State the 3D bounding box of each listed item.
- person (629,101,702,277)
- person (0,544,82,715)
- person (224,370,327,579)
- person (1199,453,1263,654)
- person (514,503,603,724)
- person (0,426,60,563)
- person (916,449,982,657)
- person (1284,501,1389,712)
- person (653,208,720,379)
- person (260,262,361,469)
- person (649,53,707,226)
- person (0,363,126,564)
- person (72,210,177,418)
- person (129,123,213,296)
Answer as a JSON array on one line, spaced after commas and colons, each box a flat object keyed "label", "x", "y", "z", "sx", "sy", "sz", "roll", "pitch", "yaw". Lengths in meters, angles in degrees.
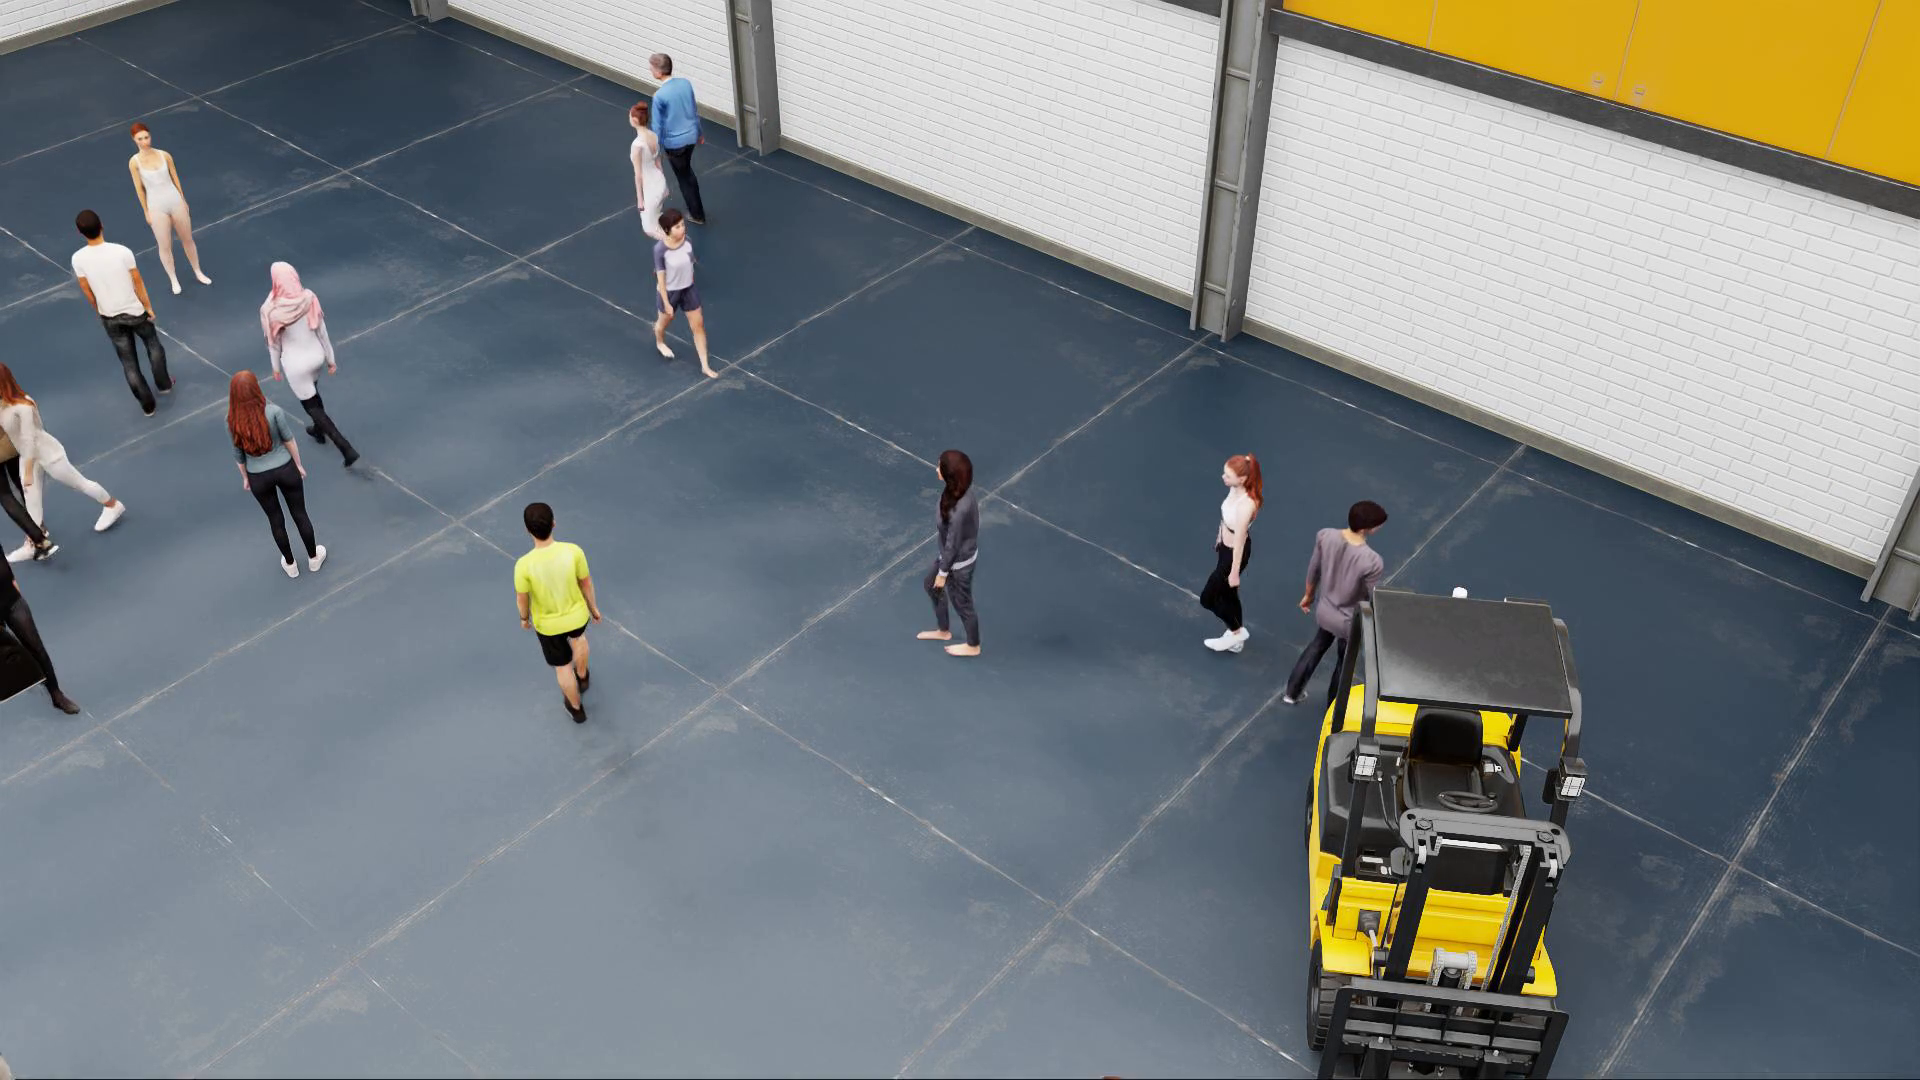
[{"label": "person", "x": -2.815, "y": -3.222, "z": 15.584, "sx": 0.916, "sy": 1.774, "sz": 0.760, "roll": 10, "pitch": 40, "yaw": 13}, {"label": "person", "x": -6.465, "y": 0.474, "z": 11.085, "sx": 1.093, "sy": 1.613, "sz": 0.699, "roll": 20, "pitch": 43, "yaw": 23}, {"label": "person", "x": -5.030, "y": -0.476, "z": 12.171, "sx": 0.673, "sy": 1.742, "sz": 0.684, "roll": -13, "pitch": 40, "yaw": -16}, {"label": "person", "x": 1.969, "y": 0.124, "z": 11.425, "sx": 0.782, "sy": 1.735, "sz": 0.741, "roll": 4, "pitch": 39, "yaw": 5}, {"label": "person", "x": -2.606, "y": 0.530, "z": 10.949, "sx": 0.811, "sy": 1.696, "sz": 0.890, "roll": -18, "pitch": 42, "yaw": -21}, {"label": "person", "x": -7.112, "y": -0.653, "z": 12.318, "sx": 0.995, "sy": 1.835, "sz": 0.700, "roll": 28, "pitch": 46, "yaw": 30}, {"label": "person", "x": 0.063, "y": 0.110, "z": 11.425, "sx": 0.867, "sy": 1.757, "sz": 0.809, "roll": -1, "pitch": 39, "yaw": -1}, {"label": "person", "x": 2.465, "y": 0.504, "z": 10.874, "sx": 0.837, "sy": 1.830, "sz": 0.752, "roll": -31, "pitch": 48, "yaw": -33}, {"label": "person", "x": -2.514, "y": -2.181, "z": 14.482, "sx": 0.657, "sy": 1.522, "sz": 1.049, "roll": -30, "pitch": 48, "yaw": -32}, {"label": "person", "x": -5.179, "y": -1.355, "z": 13.247, "sx": 1.111, "sy": 1.772, "sz": 0.614, "roll": 27, "pitch": 46, "yaw": 30}, {"label": "person", "x": -2.718, "y": -3.939, "z": 16.471, "sx": 0.616, "sy": 1.787, "sz": 0.680, "roll": 29, "pitch": 47, "yaw": 31}, {"label": "person", "x": -6.784, "y": -0.657, "z": 12.462, "sx": 1.136, "sy": 1.662, "sz": 0.742, "roll": 23, "pitch": 44, "yaw": 27}, {"label": "person", "x": -6.973, "y": -1.842, "z": 13.852, "sx": 0.808, "sy": 1.778, "sz": 0.889, "roll": -12, "pitch": 40, "yaw": -15}, {"label": "person", "x": -7.438, "y": -3.119, "z": 15.559, "sx": 0.576, "sy": 1.644, "sz": 0.532, "roll": -28, "pitch": 46, "yaw": -30}]
